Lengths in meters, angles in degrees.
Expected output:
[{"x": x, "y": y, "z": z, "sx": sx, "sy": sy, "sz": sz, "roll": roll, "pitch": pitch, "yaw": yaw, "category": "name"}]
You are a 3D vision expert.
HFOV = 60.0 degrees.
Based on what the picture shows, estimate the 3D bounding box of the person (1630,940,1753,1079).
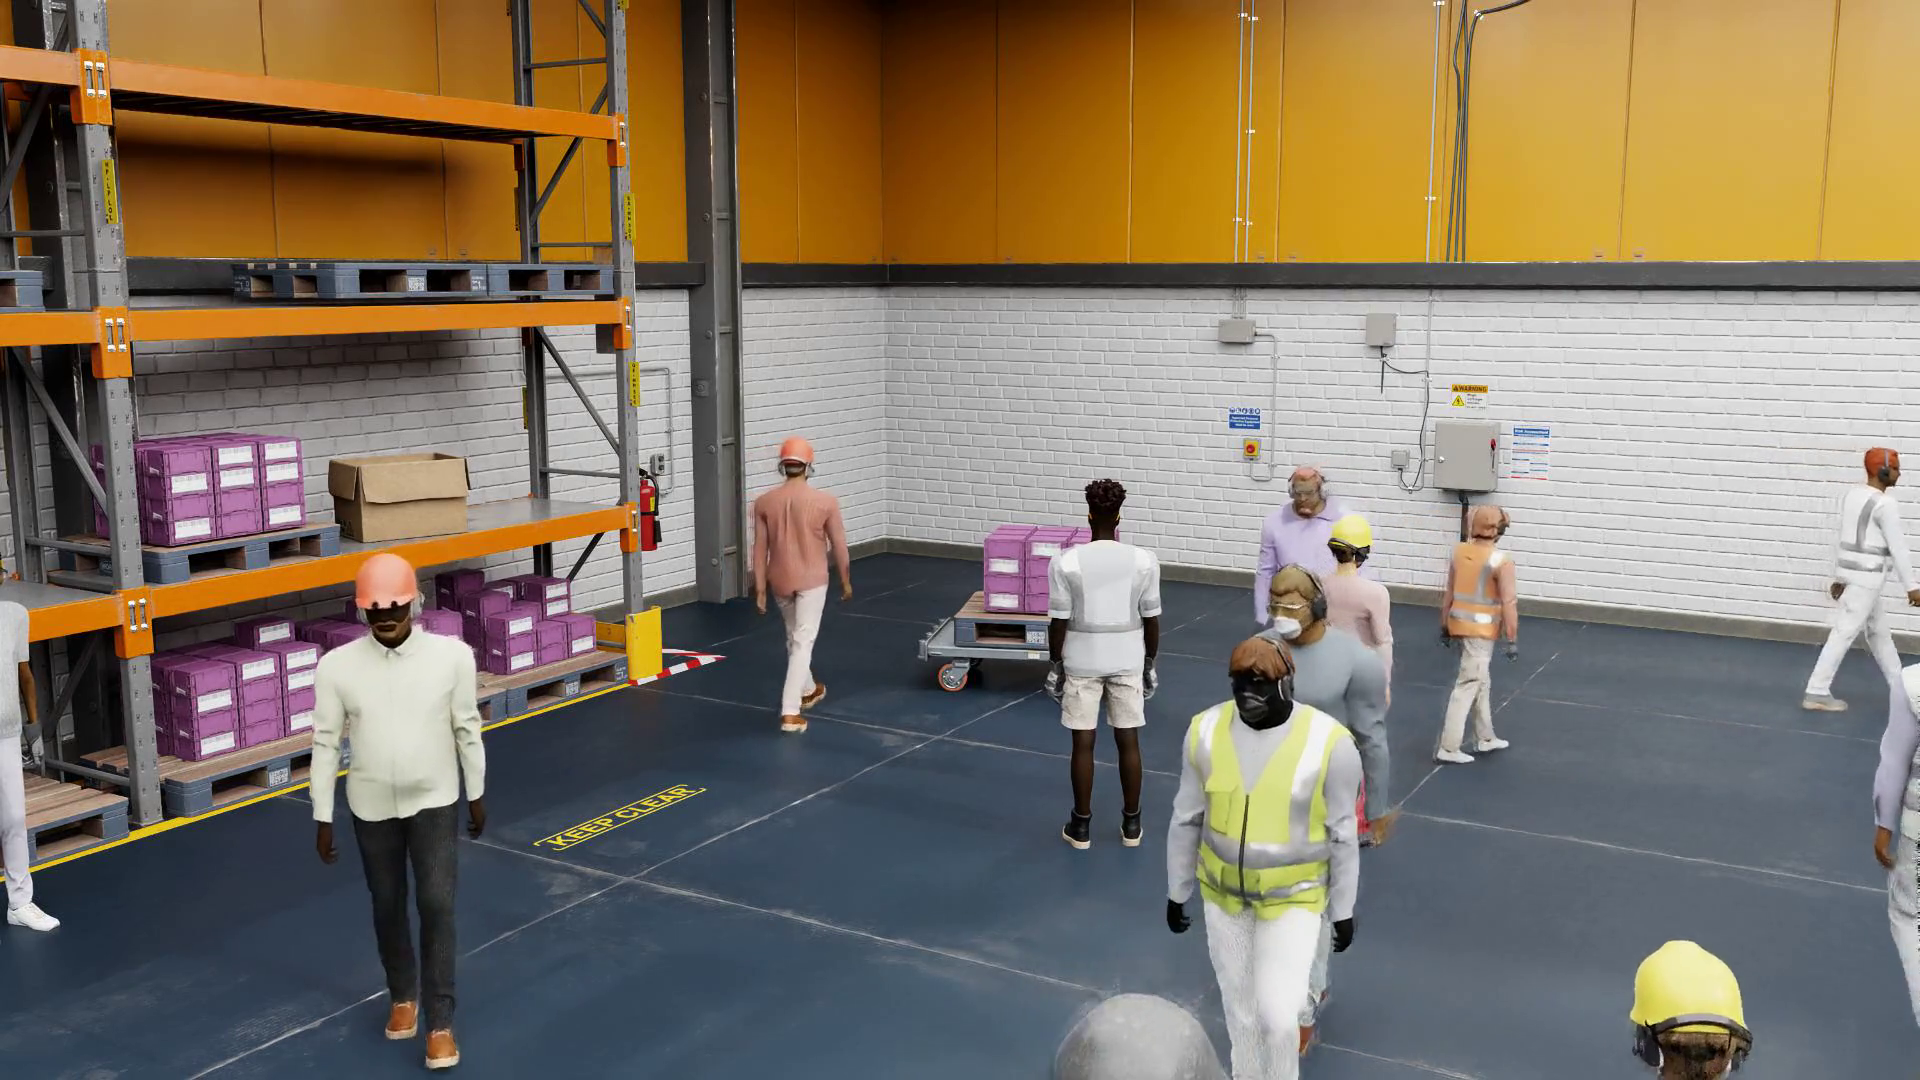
[{"x": 1.341, "y": 1.663, "z": 3.190, "sx": 0.541, "sy": 1.737, "sz": 0.741, "roll": 3, "pitch": 10, "yaw": 18, "category": "person"}]

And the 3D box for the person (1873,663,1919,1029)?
[{"x": 3.749, "y": 1.088, "z": 6.184, "sx": 0.607, "sy": 1.932, "sz": 0.686, "roll": 3, "pitch": 9, "yaw": 15, "category": "person"}]

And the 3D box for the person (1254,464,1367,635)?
[{"x": 2.112, "y": 0.472, "z": 10.182, "sx": 0.675, "sy": 1.871, "sz": 0.771, "roll": 5, "pitch": 10, "yaw": 29, "category": "person"}]

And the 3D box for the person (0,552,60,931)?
[{"x": -4.397, "y": 0.910, "z": 7.519, "sx": 0.334, "sy": 1.860, "sz": 0.509, "roll": 5, "pitch": 11, "yaw": 30, "category": "person"}]

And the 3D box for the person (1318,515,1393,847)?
[{"x": 2.049, "y": 0.744, "z": 8.833, "sx": 0.525, "sy": 1.769, "sz": 0.311, "roll": 7, "pitch": 12, "yaw": 39, "category": "person"}]

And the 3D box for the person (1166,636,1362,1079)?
[{"x": 0.986, "y": 1.228, "z": 5.640, "sx": 0.653, "sy": 1.821, "sz": 0.584, "roll": 6, "pitch": 11, "yaw": 33, "category": "person"}]

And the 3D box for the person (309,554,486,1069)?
[{"x": -2.154, "y": 1.038, "z": 6.369, "sx": 0.647, "sy": 1.962, "sz": 0.819, "roll": -2, "pitch": 9, "yaw": -13, "category": "person"}]

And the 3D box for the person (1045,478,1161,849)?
[{"x": 0.753, "y": 0.654, "z": 8.779, "sx": 0.610, "sy": 1.961, "sz": 0.366, "roll": -1, "pitch": 9, "yaw": -4, "category": "person"}]

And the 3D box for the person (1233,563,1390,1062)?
[{"x": 1.283, "y": 1.047, "z": 6.497, "sx": 0.645, "sy": 1.907, "sz": 0.824, "roll": 7, "pitch": 12, "yaw": 38, "category": "person"}]

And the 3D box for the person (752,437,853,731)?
[{"x": -1.078, "y": 0.281, "z": 11.229, "sx": 0.616, "sy": 1.940, "sz": 1.050, "roll": 3, "pitch": 10, "yaw": 17, "category": "person"}]

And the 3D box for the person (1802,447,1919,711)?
[{"x": 6.345, "y": 0.283, "z": 11.489, "sx": 0.990, "sy": 1.832, "sz": 0.595, "roll": 1, "pitch": 9, "yaw": 6, "category": "person"}]

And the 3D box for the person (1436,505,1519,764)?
[{"x": 3.256, "y": 0.583, "z": 10.287, "sx": 0.711, "sy": 1.602, "sz": 0.555, "roll": -4, "pitch": 10, "yaw": -23, "category": "person"}]
